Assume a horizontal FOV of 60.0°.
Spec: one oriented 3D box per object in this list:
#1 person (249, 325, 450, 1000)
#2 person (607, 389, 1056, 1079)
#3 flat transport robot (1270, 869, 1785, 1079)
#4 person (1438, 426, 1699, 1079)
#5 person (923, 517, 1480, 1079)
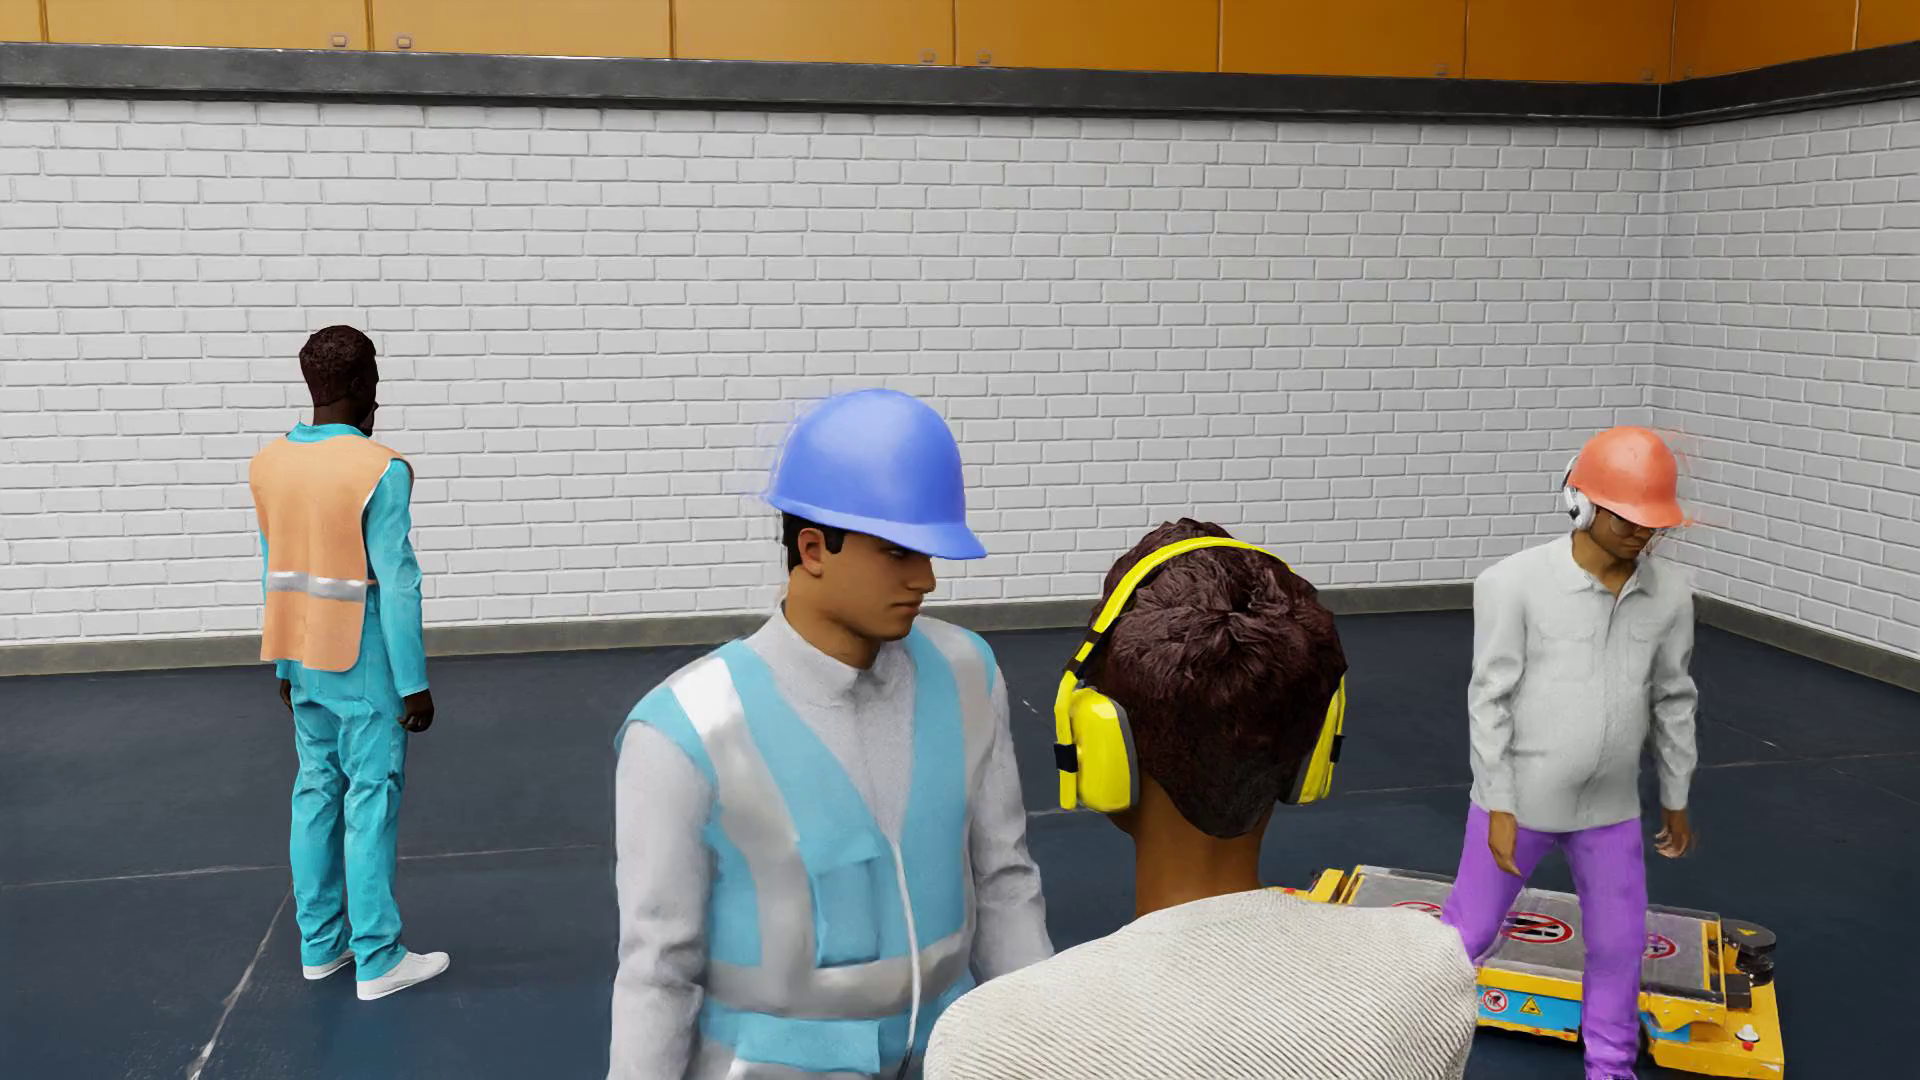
[{"bbox_3d":[-1.757,0.352,4.738,0.588,1.911,0.397,5,11,30],"label":"person"},{"bbox_3d":[-0.192,0.750,2.266,0.631,1.921,0.533,-8,12,-41],"label":"person"},{"bbox_3d":[1.519,1.174,4.697,1.431,0.197,0.652,4,10,23],"label":"flat transport robot"},{"bbox_3d":[1.371,0.585,3.898,0.752,1.721,0.527,-2,10,-12],"label":"person"},{"bbox_3d":[0.188,0.912,1.446,0.532,1.869,0.321,-4,10,-24],"label":"person"}]
